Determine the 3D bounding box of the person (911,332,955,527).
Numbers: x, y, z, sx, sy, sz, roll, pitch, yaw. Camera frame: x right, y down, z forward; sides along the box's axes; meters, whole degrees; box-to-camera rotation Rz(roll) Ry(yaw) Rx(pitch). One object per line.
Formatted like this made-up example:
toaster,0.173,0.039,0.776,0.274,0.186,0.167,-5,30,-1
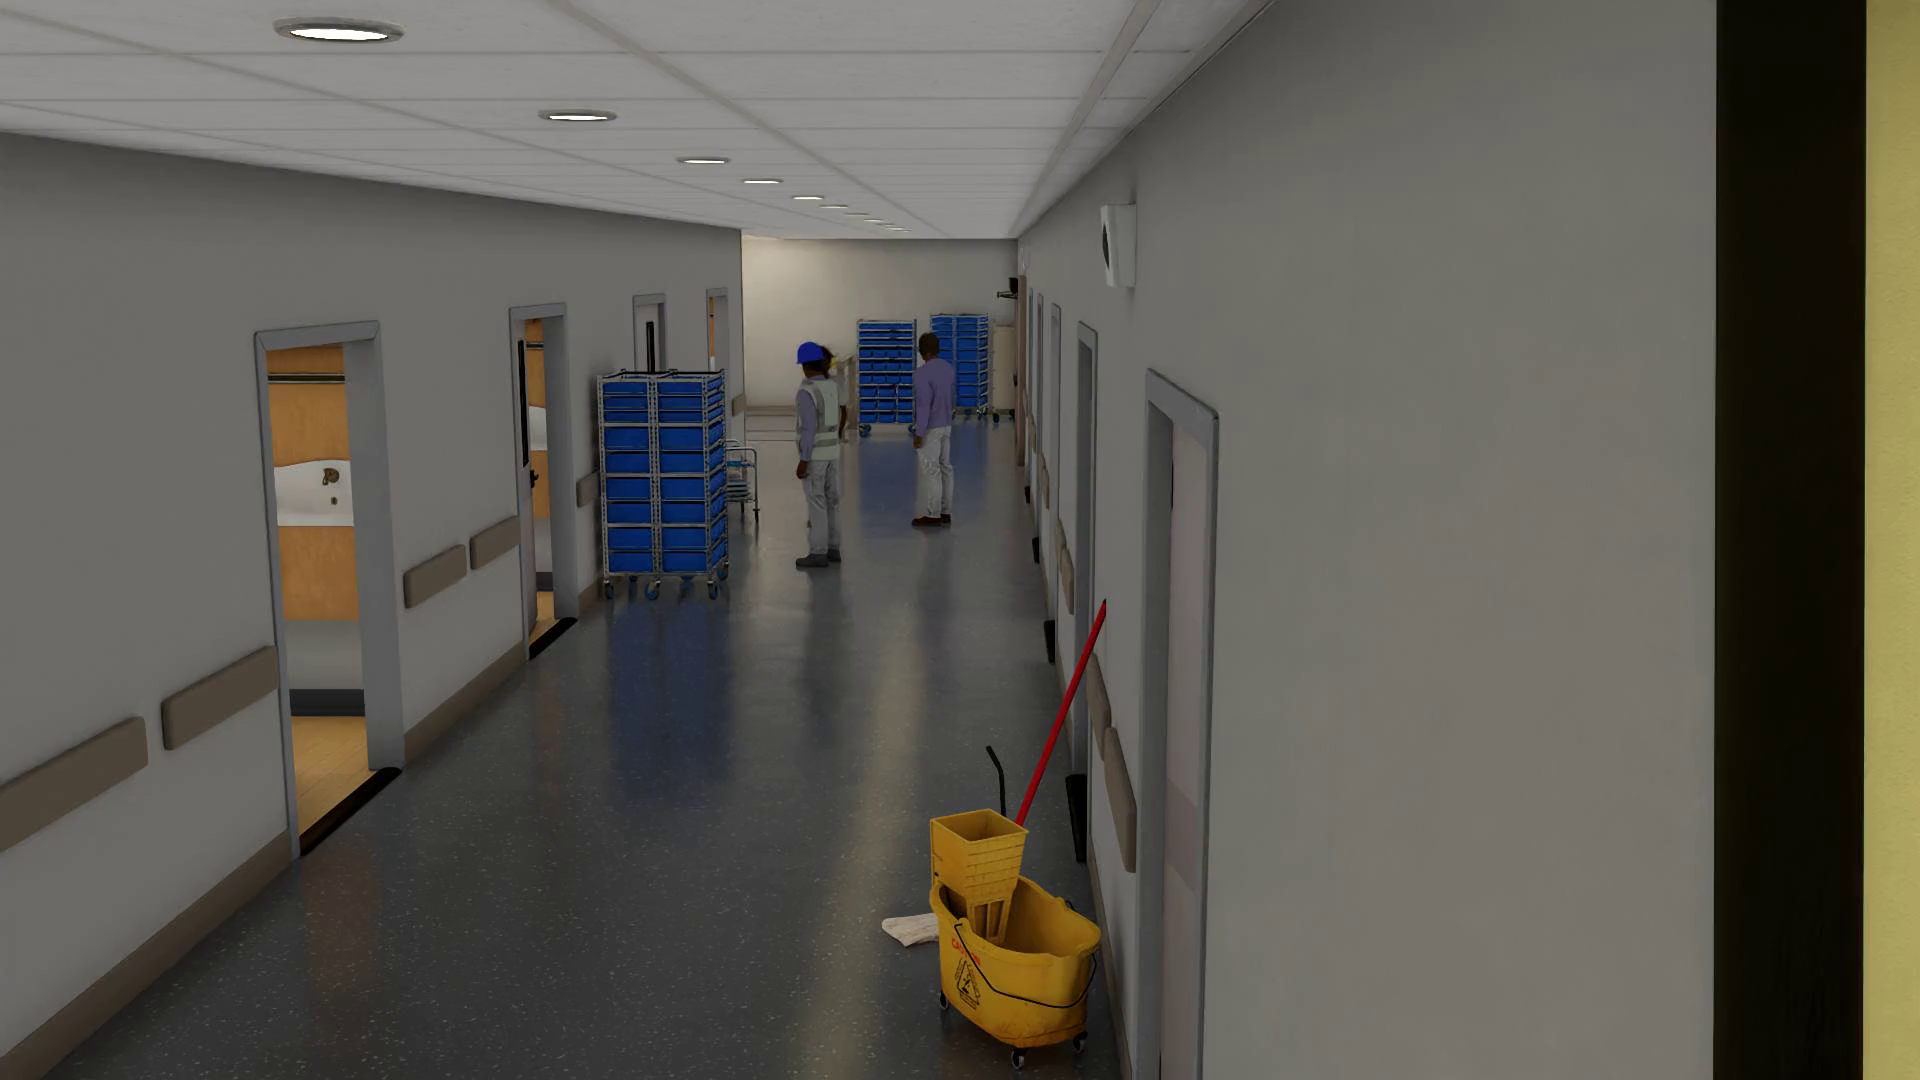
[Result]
person,-0.275,-1.097,16.557,0.375,1.936,0.627,5,11,28

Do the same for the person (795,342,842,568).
person,-1.240,-0.735,14.361,0.404,1.939,0.615,4,10,22

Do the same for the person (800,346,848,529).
person,-1.347,-1.020,16.539,0.481,1.808,1.058,1,9,3
